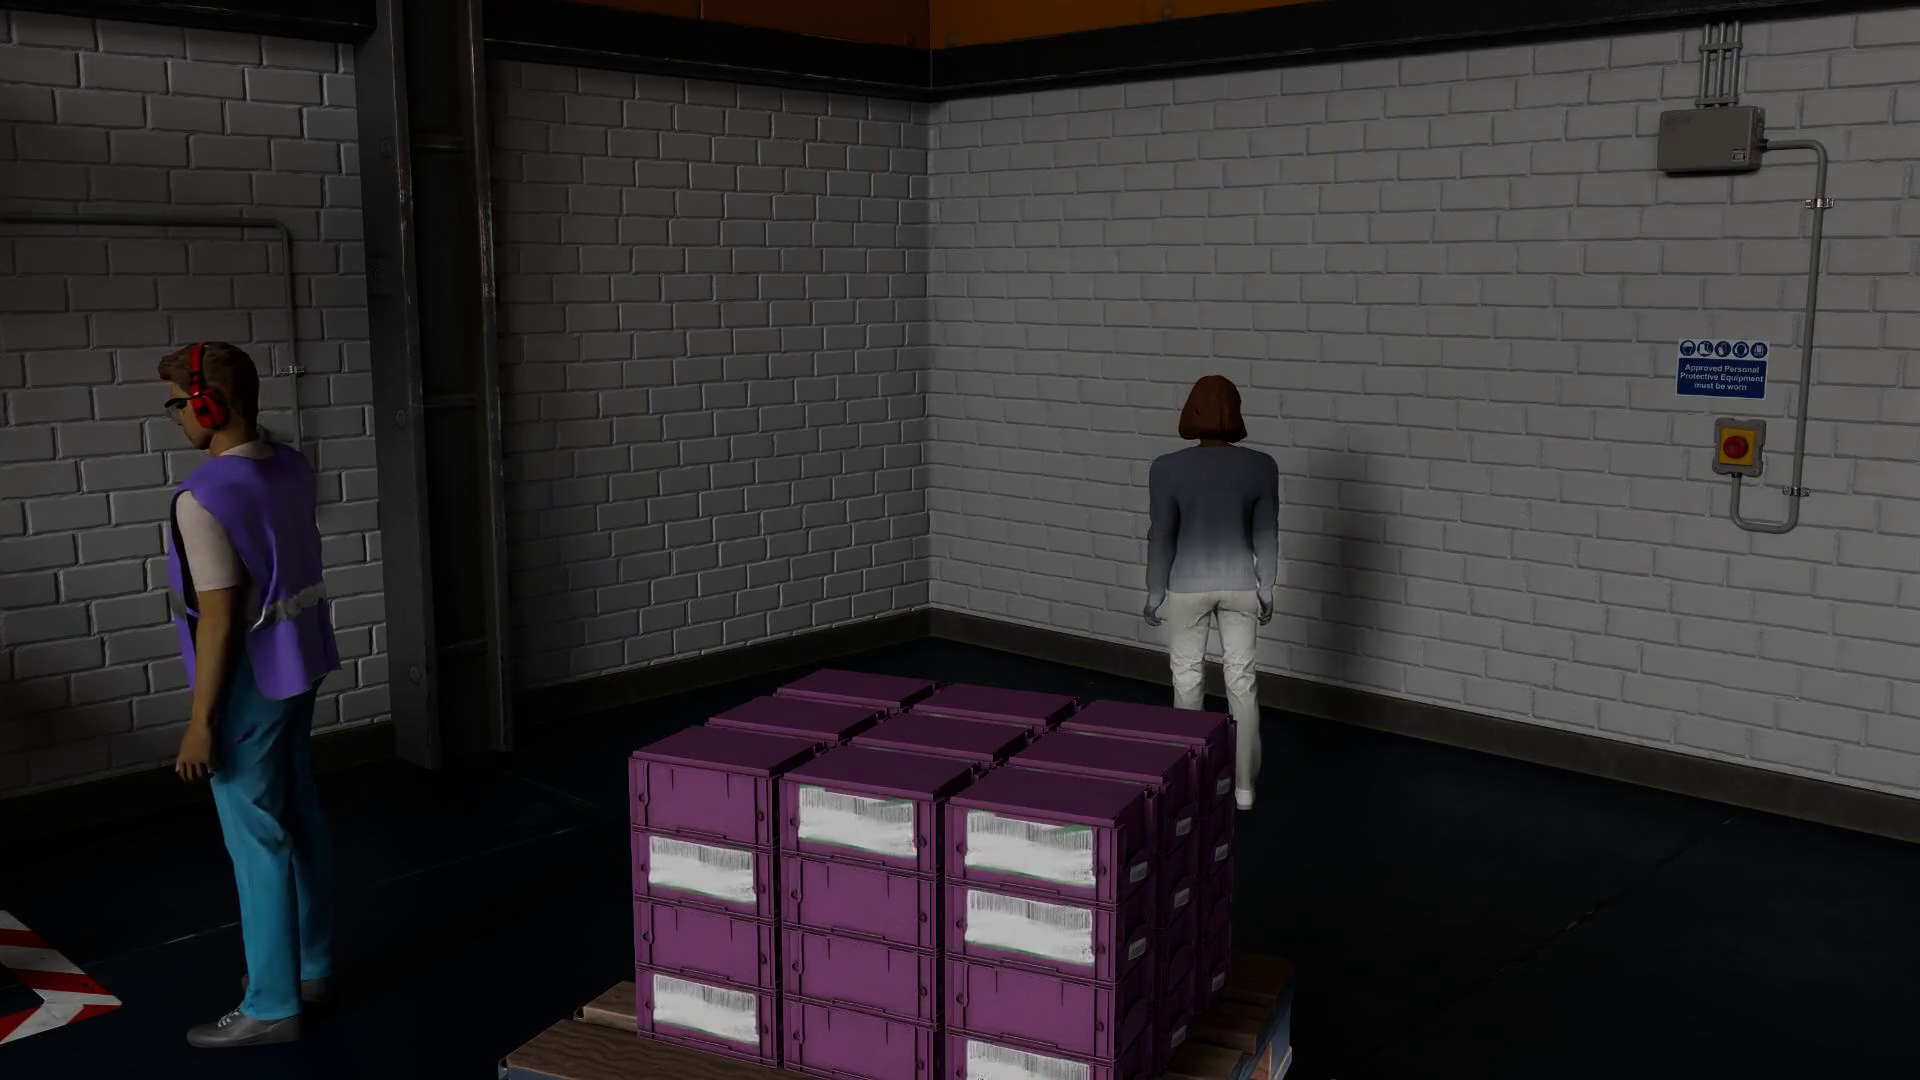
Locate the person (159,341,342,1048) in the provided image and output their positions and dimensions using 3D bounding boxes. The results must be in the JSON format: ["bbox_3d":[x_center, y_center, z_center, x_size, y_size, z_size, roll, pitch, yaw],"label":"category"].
[{"bbox_3d":[-1.840,0.404,4.355,0.390,1.838,0.563,0,9,2],"label":"person"}]

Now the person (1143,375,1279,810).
[{"bbox_3d":[0.934,0.206,6.195,0.506,1.632,0.268,-1,9,-8],"label":"person"}]
